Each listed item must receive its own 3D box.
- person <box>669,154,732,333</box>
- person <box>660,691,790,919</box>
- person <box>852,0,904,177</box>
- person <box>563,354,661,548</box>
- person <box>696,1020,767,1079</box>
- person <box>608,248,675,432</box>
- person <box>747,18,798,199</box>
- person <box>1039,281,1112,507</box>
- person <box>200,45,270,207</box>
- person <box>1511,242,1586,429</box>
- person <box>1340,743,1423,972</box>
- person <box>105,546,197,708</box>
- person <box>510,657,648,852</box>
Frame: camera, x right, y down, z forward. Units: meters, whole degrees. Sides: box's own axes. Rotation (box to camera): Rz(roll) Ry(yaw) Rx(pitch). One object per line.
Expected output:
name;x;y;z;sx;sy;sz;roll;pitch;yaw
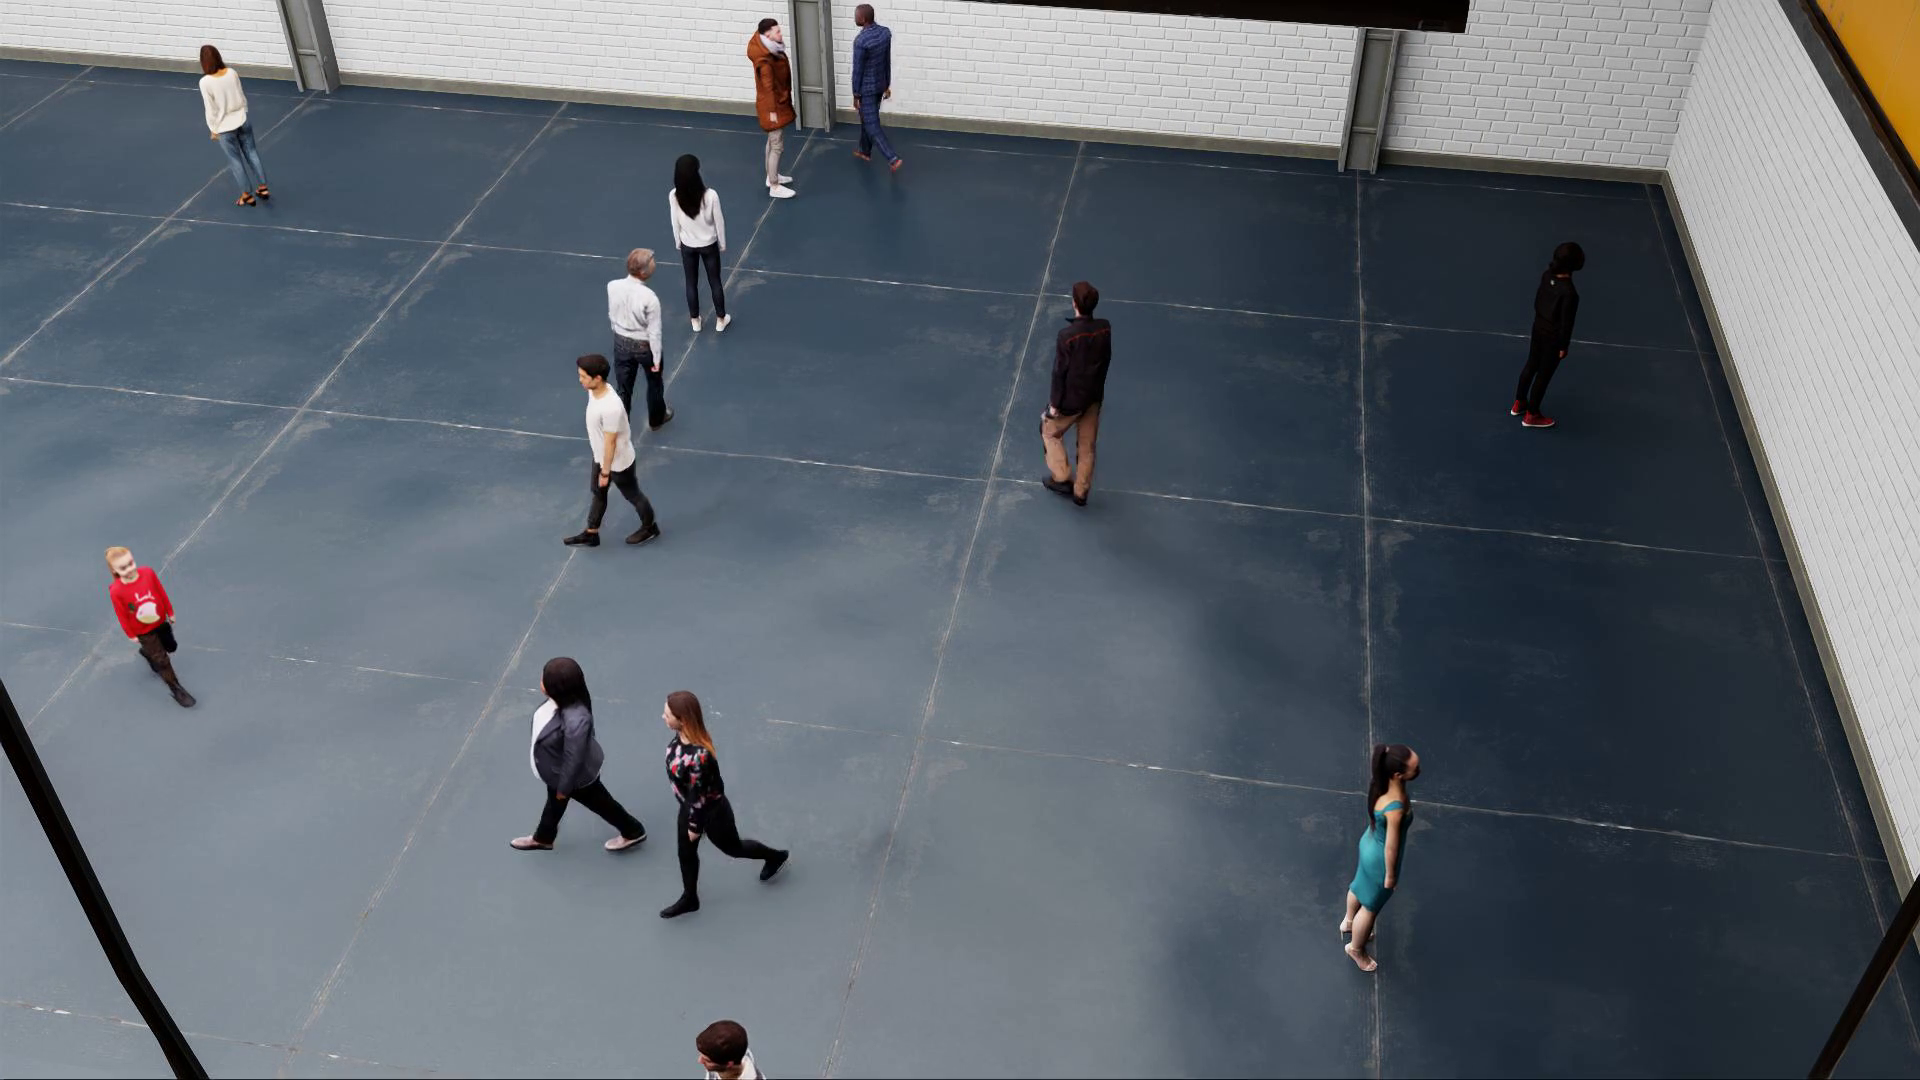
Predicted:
person;-2.331;-2.646;14.847;0.514;1.700;0.698;1;39;1
person;-1.396;1.529;9.661;1.118;1.648;0.995;-20;43;-24
person;-0.877;-4.654;17.290;1.059;1.789;1.200;-31;48;-33
person;-2.496;-0.659;12.361;1.076;1.696;0.976;-19;43;-23
person;-1.007;2.844;7.852;0.752;1.849;0.715;-20;43;-23
person;-2.631;-1.486;13.337;1.092;1.771;0.820;9;39;11
person;-1.911;-4.415;16.952;0.812;1.836;0.805;-6;39;-7
person;0.941;-1.046;12.671;0.833;1.914;0.911;-19;42;-22
person;-7.352;-4.187;16.791;0.679;1.682;0.696;23;44;26
person;4.849;-1.695;13.676;0.675;1.675;0.678;-10;40;-12
person;2.362;1.764;9.335;0.508;1.687;0.577;3;39;3
person;-5.488;0.543;11.199;0.868;1.268;0.677;22;44;25
person;-2.232;1.335;9.978;1.156;1.555;0.995;-14;41;-17
